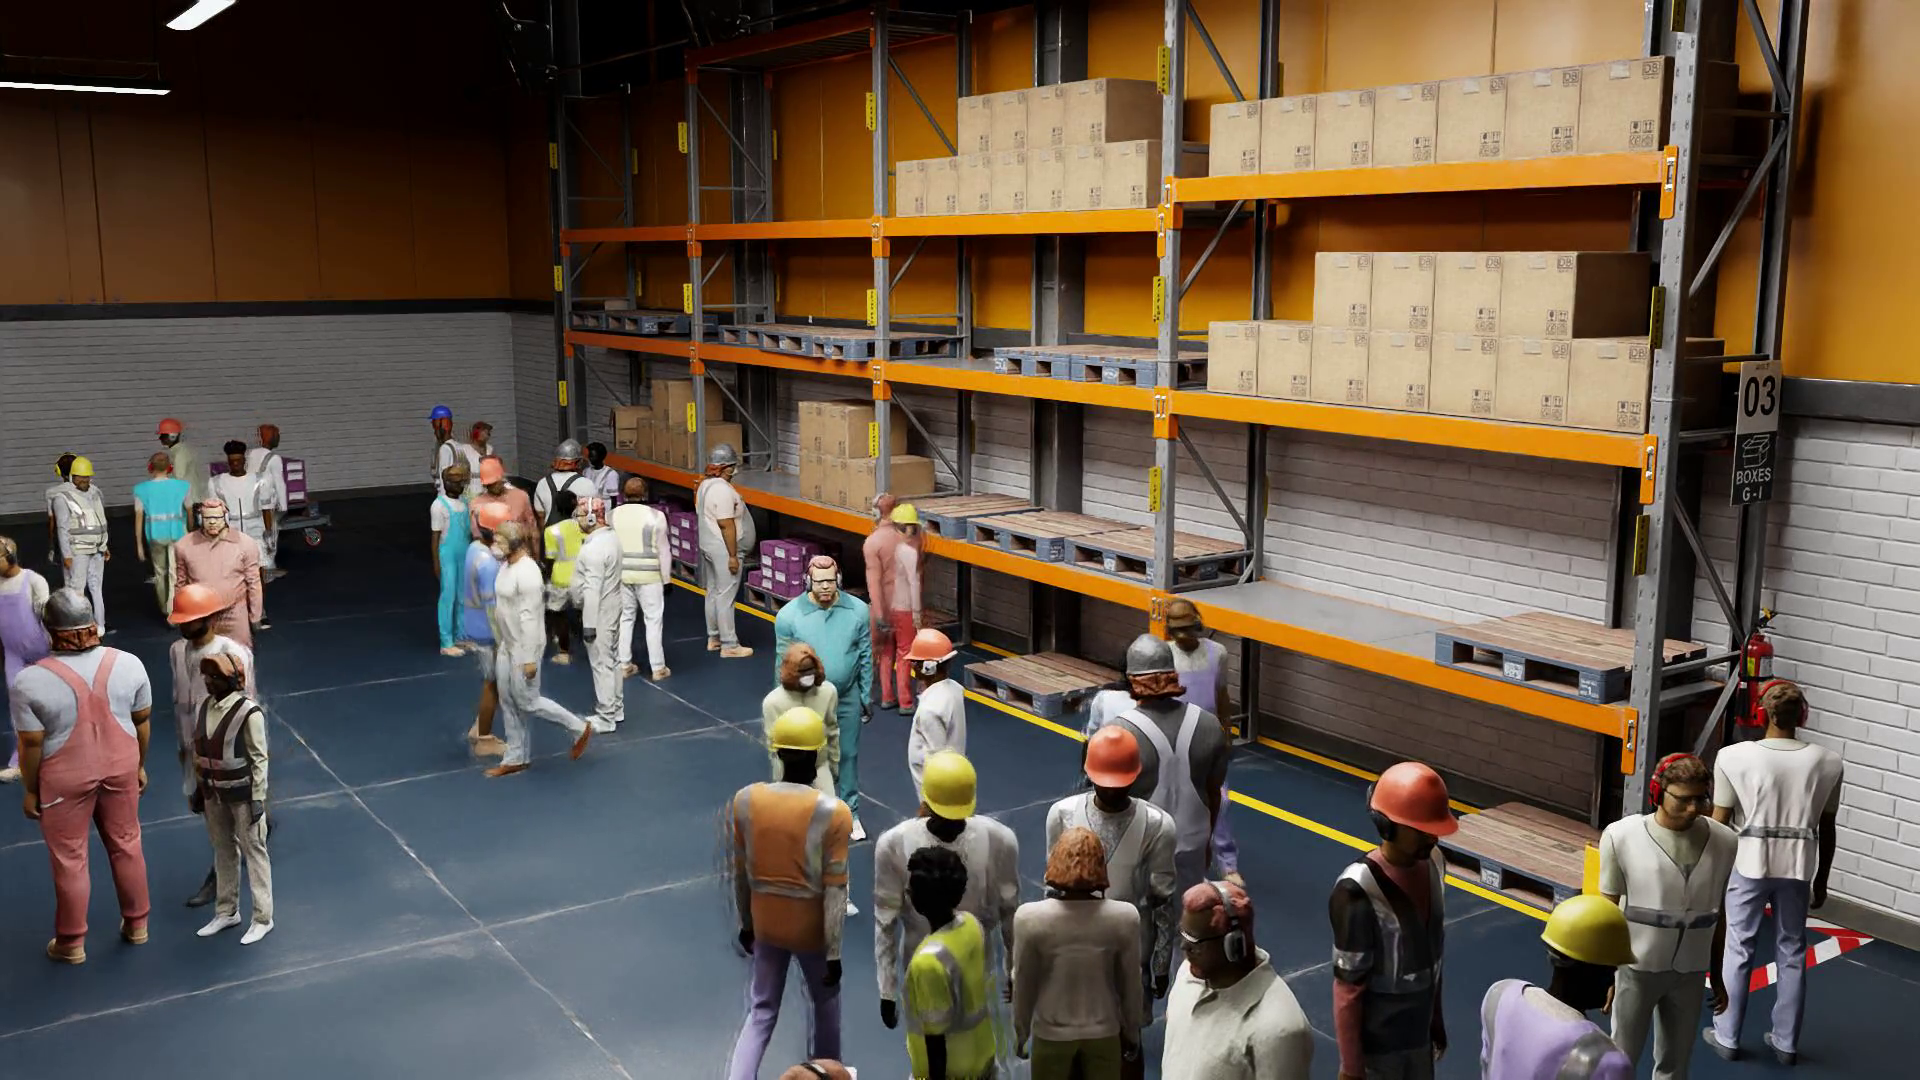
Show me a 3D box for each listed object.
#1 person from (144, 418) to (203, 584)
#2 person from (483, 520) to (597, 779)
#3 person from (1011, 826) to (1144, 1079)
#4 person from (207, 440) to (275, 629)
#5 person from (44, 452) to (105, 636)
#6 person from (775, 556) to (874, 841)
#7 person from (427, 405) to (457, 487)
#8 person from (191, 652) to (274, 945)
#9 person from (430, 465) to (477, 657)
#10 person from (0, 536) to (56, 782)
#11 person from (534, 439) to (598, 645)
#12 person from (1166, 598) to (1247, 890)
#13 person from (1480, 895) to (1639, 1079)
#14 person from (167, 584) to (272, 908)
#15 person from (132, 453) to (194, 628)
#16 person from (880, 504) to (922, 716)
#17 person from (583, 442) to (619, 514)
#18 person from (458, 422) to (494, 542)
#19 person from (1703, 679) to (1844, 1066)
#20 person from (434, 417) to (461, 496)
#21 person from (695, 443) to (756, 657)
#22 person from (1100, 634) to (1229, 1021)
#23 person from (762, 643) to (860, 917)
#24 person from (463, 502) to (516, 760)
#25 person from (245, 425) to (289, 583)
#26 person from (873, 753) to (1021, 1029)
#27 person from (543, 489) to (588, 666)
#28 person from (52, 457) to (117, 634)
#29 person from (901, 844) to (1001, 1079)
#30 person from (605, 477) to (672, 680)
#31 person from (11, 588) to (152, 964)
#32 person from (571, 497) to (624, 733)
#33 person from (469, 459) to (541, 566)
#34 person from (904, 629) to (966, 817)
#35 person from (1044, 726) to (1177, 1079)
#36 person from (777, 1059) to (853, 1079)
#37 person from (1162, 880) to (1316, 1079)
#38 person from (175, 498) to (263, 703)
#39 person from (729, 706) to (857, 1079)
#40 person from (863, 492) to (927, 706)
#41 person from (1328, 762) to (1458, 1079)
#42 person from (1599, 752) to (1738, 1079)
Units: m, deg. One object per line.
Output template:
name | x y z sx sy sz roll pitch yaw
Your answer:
person | -9.012 -0.462 19.421 0.974 1.954 0.608 -7 12 -37
person | -3.125 0.790 12.191 0.738 1.915 0.632 -6 11 -32
person | 0.456 1.911 6.441 0.514 1.621 0.315 -1 10 -6
person | -7.311 -0.049 16.927 0.611 1.962 0.363 -4 11 -25
person | -8.807 0.060 16.570 0.510 1.872 0.329 -8 12 -38
person | -0.868 1.034 10.781 0.644 1.900 0.399 -3 10 -16
person | -6.462 -0.720 20.907 0.387 1.950 0.607 -3 10 -18
person | -4.050 1.420 9.249 0.514 1.645 0.309 4 10 22
person | -4.833 0.197 15.870 0.357 1.837 0.521 4 10 20
person | -6.871 0.838 12.285 0.604 1.783 0.946 1 10 4
person | -3.785 0.013 16.343 0.683 2.000 0.537 3 10 19
person | 1.403 1.234 9.855 0.589 1.810 0.526 -3 10 -14
person | 1.818 1.998 5.076 0.399 1.912 0.591 -4 10 -22
person | -4.421 1.175 9.936 0.551 1.912 0.681 4 10 21
person | -8.206 -0.003 17.187 0.552 1.790 0.958 -3 10 -19
person | -0.481 0.576 13.849 0.329 1.765 0.526 -7 12 -34
person | -4.141 -0.295 19.186 0.537 1.690 0.320 6 11 32
person | -5.771 -0.536 20.274 0.907 1.797 0.565 3 10 16
person | 3.803 1.569 7.809 0.562 1.837 0.388 1 10 8
person | -6.187 -0.557 20.176 0.361 1.877 0.585 0 10 -2
person | -2.218 0.087 15.908 0.535 2.000 0.673 -5 11 -27
person | 0.904 1.435 7.997 0.674 2.000 0.535 -4 10 -20
person | -0.868 1.382 9.573 0.510 1.601 0.742 -5 11 -28
person | -3.510 0.689 12.501 0.438 1.996 0.688 -4 11 -24
person | -8.077 -0.421 19.431 0.584 1.851 0.686 7 12 35
person | -0.052 1.736 6.763 0.593 1.859 0.989 1 10 4
person | -3.547 0.369 15.335 0.665 1.673 0.531 9 13 43
person | -8.710 0.078 16.579 0.404 1.827 0.602 2 10 12
person | -0.057 1.934 6.203 0.900 1.640 0.546 4 10 23
person | -2.901 0.347 15.010 0.637 1.834 0.429 2 10 13
person | -4.777 1.257 9.040 0.537 2.000 0.682 9 13 41
person | -2.909 0.596 13.344 0.399 1.900 0.645 0 10 1
person | -4.287 0.177 15.739 0.649 1.920 0.868 -4 10 -20
person | -0.148 1.356 9.300 0.341 1.750 0.567 2 10 13
person | 0.610 1.690 6.854 0.549 1.926 0.388 2 10 12
person | -0.362 2.212 4.643 0.317 1.630 0.513 -9 13 -41
person | 0.815 1.981 5.223 0.403 1.897 0.654 -4 10 -23
person | -5.923 0.603 13.314 0.643 1.901 0.397 -2 10 -12
person | -0.750 1.659 7.151 0.591 1.881 0.968 4 10 21
person | -0.579 0.522 13.931 0.645 1.850 1.026 -8 13 -39
person | 1.585 1.777 6.032 0.612 2.030 0.403 -9 13 -43
person | 2.842 1.746 6.754 0.566 1.842 0.389 -1 10 -7
